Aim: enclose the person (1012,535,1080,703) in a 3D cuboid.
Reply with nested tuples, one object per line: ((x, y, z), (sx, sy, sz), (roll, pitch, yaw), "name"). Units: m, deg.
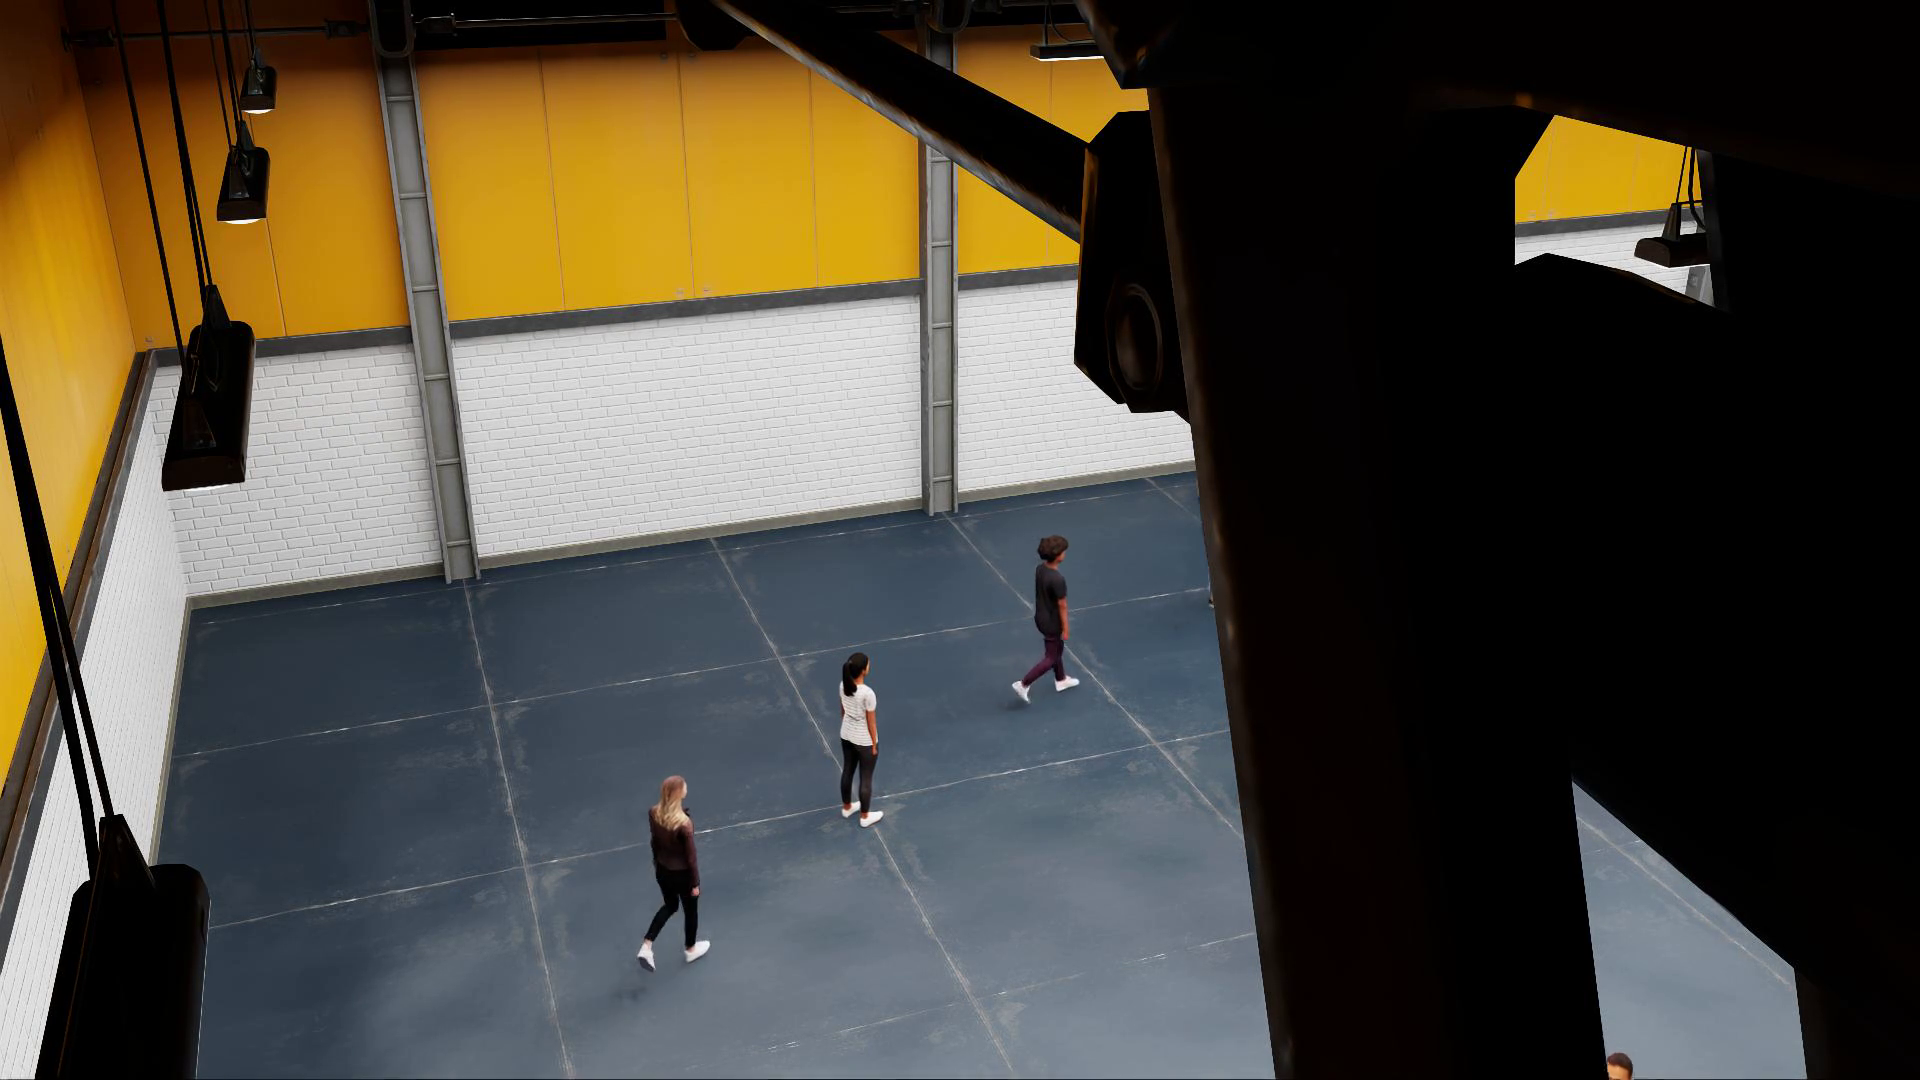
((0.858, 0.806, 16.651), (1.094, 1.756, 0.705), (-11, 26, -24), "person")

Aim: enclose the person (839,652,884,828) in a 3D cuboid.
((-0.898, 1.744, 14.648), (0.633, 1.642, 0.642), (20, 31, 38), "person")

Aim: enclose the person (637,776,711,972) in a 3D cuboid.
((-2.222, 2.583, 12.672), (0.904, 1.688, 1.027), (17, 29, 33), "person")
